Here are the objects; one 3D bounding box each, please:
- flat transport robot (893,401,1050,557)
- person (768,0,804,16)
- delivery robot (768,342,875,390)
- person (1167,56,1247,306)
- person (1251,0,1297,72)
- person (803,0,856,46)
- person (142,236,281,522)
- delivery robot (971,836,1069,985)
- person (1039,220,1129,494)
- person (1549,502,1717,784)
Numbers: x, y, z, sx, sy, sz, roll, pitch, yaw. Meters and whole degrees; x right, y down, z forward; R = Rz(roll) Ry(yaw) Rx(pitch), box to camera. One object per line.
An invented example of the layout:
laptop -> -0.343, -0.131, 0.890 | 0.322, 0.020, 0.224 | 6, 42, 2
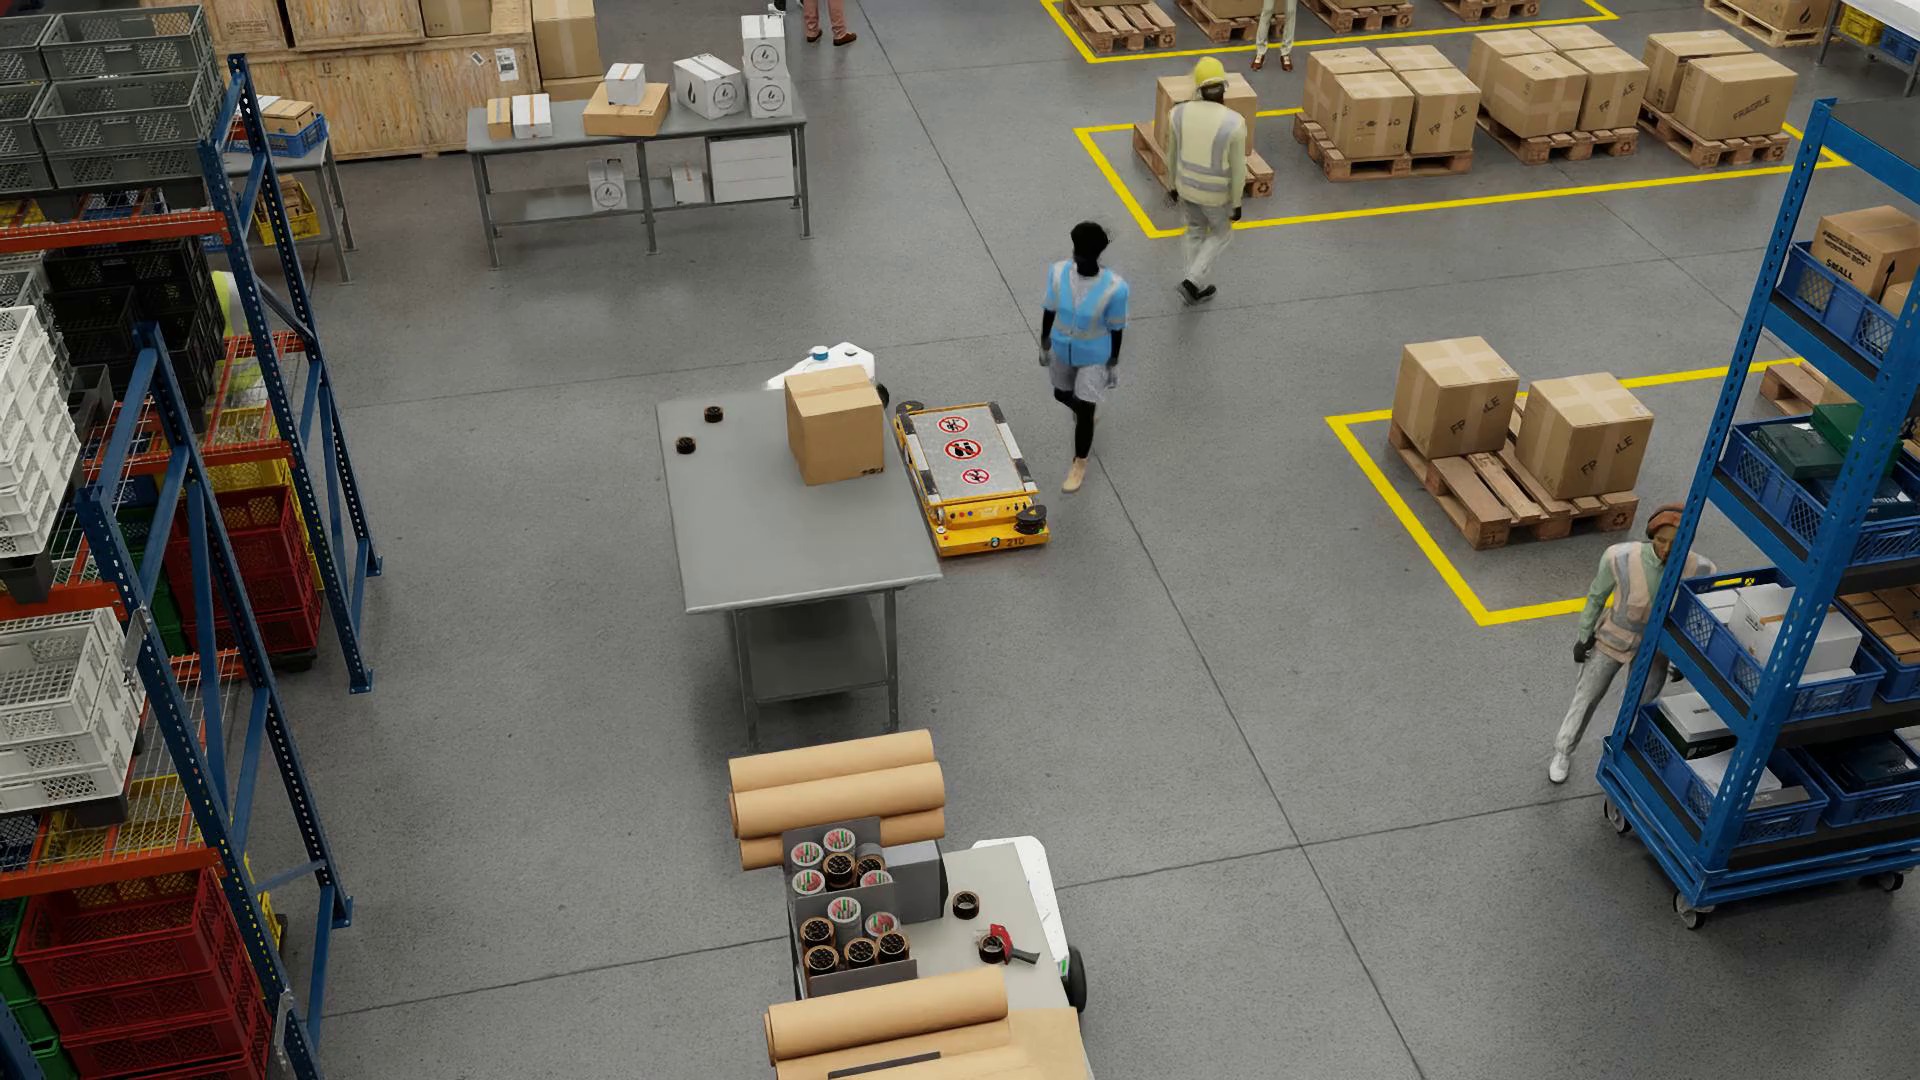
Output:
flat transport robot -> 0.046, -0.430, 10.108 | 0.652, 0.197, 1.431 | -8, 37, -10
person -> -1.738, -6.202, 16.509 | 0.584, 1.910, 0.389 | -17, 40, -21
delivery robot -> -0.878, -1.001, 10.565 | 0.477, 0.478, 0.707 | 29, 46, 33
person -> 1.701, -2.440, 11.542 | 0.620, 1.792, 0.442 | 27, 44, 31
person -> 2.998, -5.235, 15.243 | 0.520, 1.865, 0.335 | 5, 37, 7
person -> -1.302, -5.684, 15.815 | 0.639, 1.903, 0.407 | 15, 39, 19
person -> -4.202, -0.920, 9.478 | 0.639, 1.832, 0.431 | -19, 40, -23
delivery robot -> 0.241, 1.590, 7.082 | 0.477, 0.478, 0.707 | -5, 37, -6
person -> 0.746, -1.138, 9.893 | 0.556, 1.694, 0.592 | 21, 41, 25
person -> 3.119, 0.505, 7.713 | 0.523, 1.638, 0.310 | 9, 38, 12
